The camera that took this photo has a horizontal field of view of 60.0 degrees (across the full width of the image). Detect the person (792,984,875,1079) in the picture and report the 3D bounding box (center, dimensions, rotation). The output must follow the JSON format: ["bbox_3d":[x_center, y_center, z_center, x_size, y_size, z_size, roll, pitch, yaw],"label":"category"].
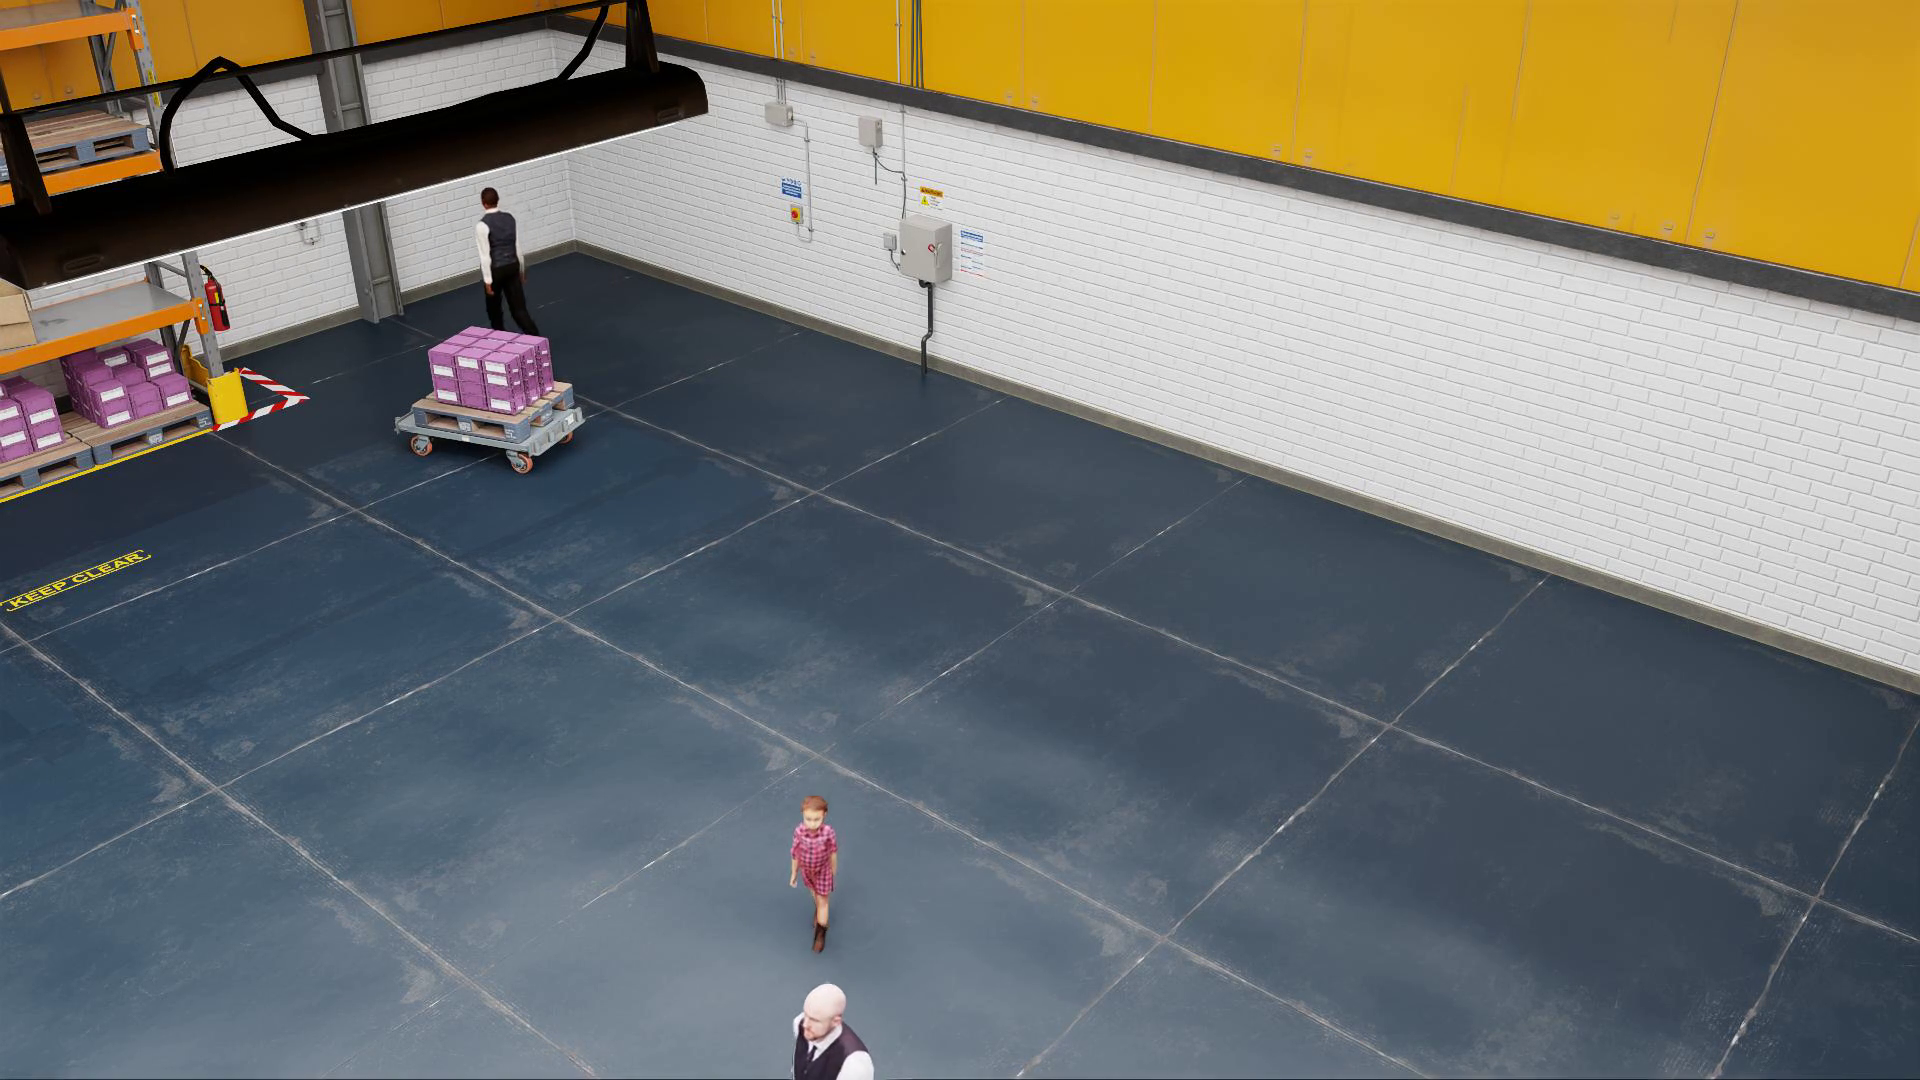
[{"bbox_3d":[-0.531,2.772,7.909,0.758,1.809,0.764,-19,34,-31],"label":"person"}]

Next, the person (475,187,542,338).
[{"bbox_3d":[-4.948,-2.880,18.188,1.232,1.888,0.865,-24,37,-36],"label":"person"}]

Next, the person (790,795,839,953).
[{"bbox_3d":[-0.879,1.968,10.222,0.635,1.004,0.755,4,29,7],"label":"person"}]
